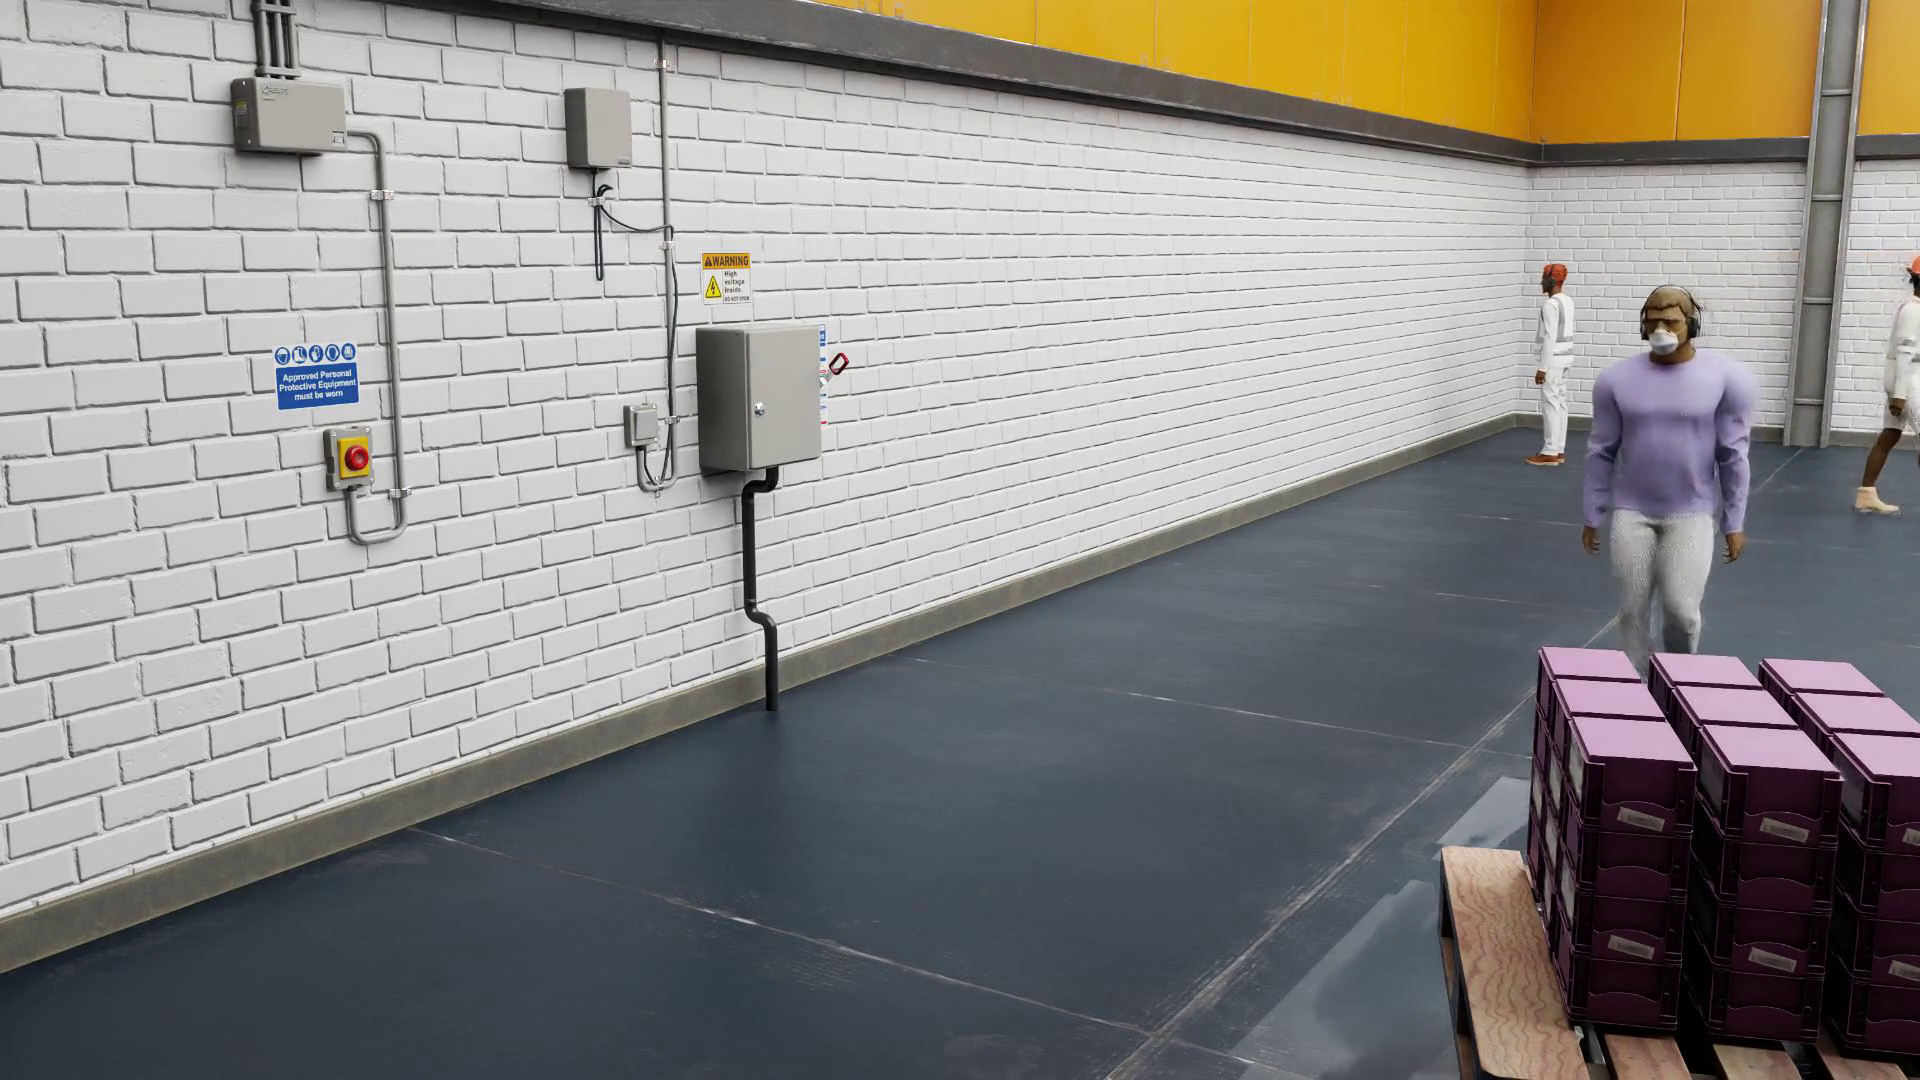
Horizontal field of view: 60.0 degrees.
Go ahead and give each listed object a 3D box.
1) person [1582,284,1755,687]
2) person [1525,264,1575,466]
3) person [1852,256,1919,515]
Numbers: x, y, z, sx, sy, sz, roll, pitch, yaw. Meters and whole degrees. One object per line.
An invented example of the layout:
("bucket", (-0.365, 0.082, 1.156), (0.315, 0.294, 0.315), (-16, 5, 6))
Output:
("person", (2.906, -0.094, 6.914), (0.647, 1.920, 0.450), (7, 13, 35))
("person", (5.544, -1.636, 15.575), (0.356, 1.881, 0.575), (8, 13, 37))
("person", (7.293, -1.151, 12.529), (0.927, 2.004, 0.635), (6, 12, 29))
